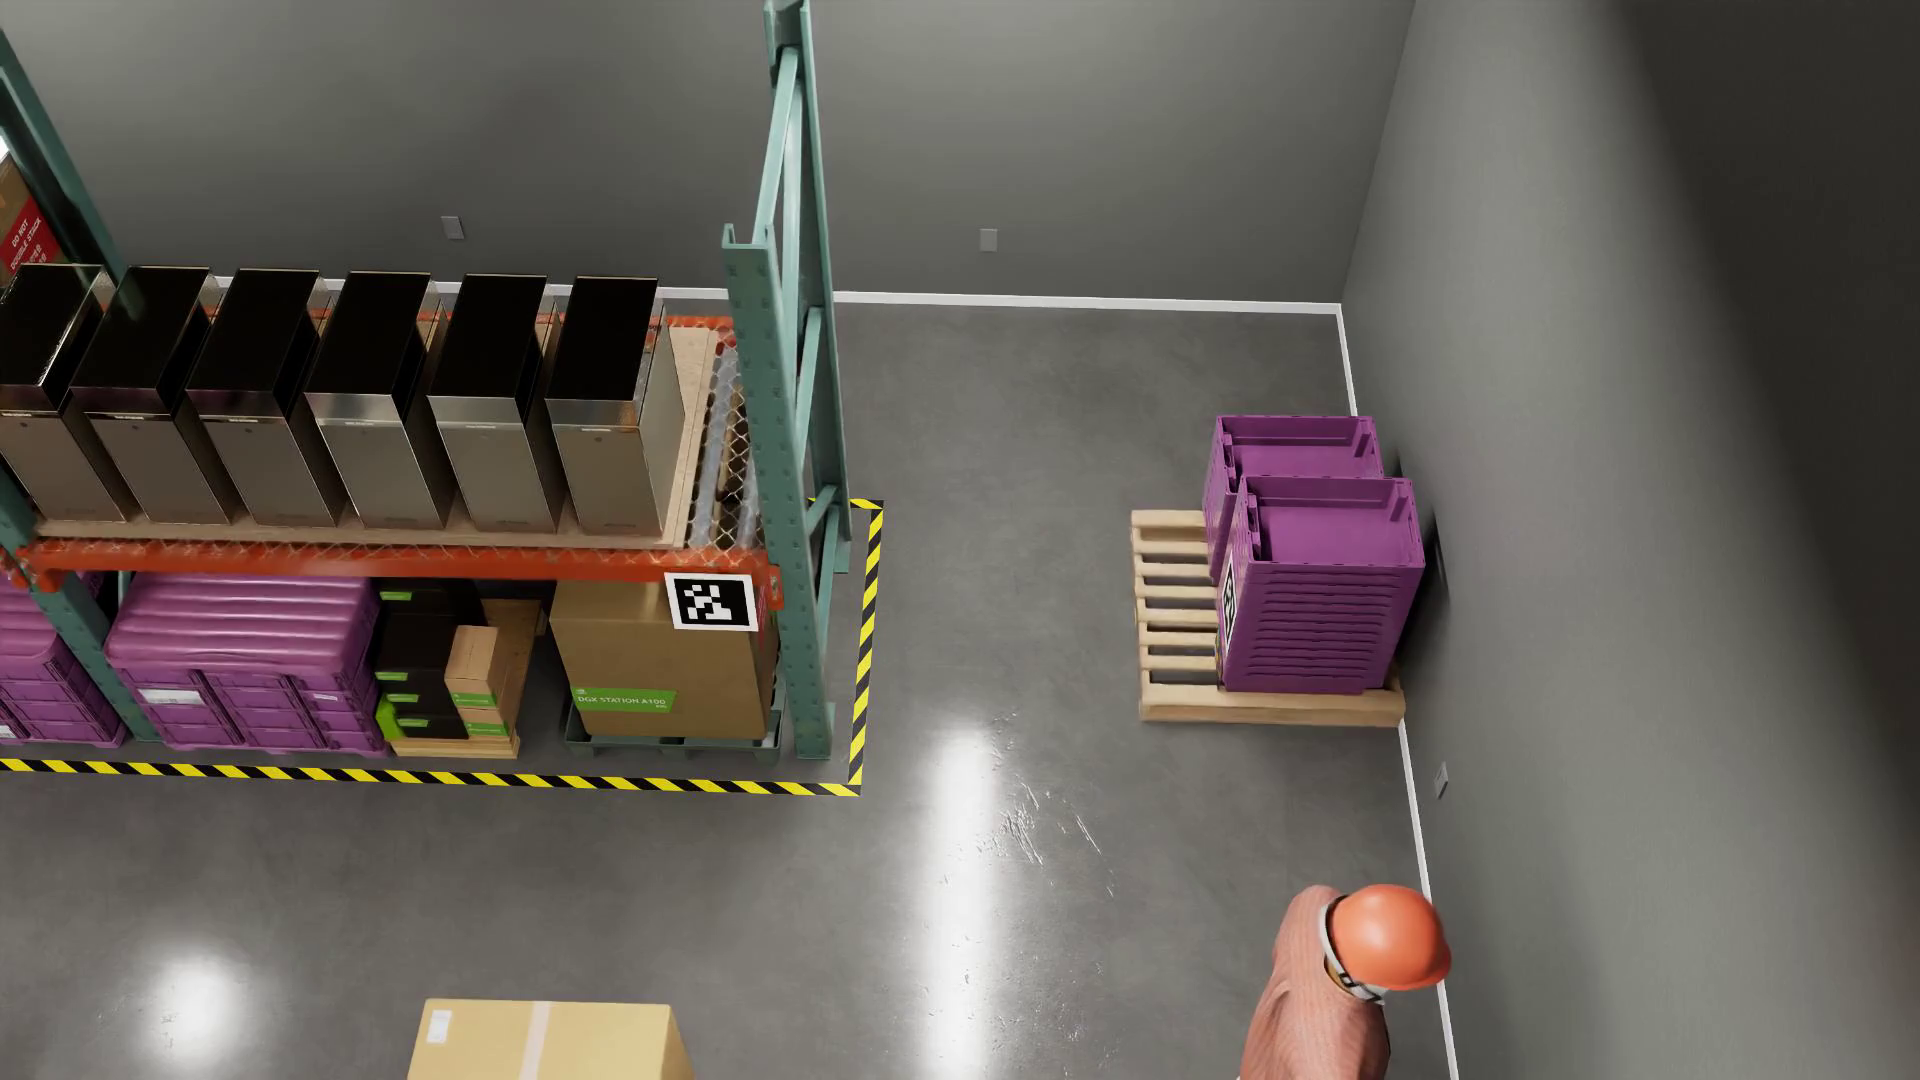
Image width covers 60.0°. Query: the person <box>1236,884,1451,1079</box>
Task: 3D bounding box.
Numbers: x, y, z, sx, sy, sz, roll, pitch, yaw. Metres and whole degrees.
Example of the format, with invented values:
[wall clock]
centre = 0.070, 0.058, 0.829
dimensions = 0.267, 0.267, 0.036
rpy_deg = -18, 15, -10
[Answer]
[person]
centre = 0.952, 1.464, 4.514
dimensions = 0.392, 1.988, 0.608
rpy_deg = 2, 52, 2
